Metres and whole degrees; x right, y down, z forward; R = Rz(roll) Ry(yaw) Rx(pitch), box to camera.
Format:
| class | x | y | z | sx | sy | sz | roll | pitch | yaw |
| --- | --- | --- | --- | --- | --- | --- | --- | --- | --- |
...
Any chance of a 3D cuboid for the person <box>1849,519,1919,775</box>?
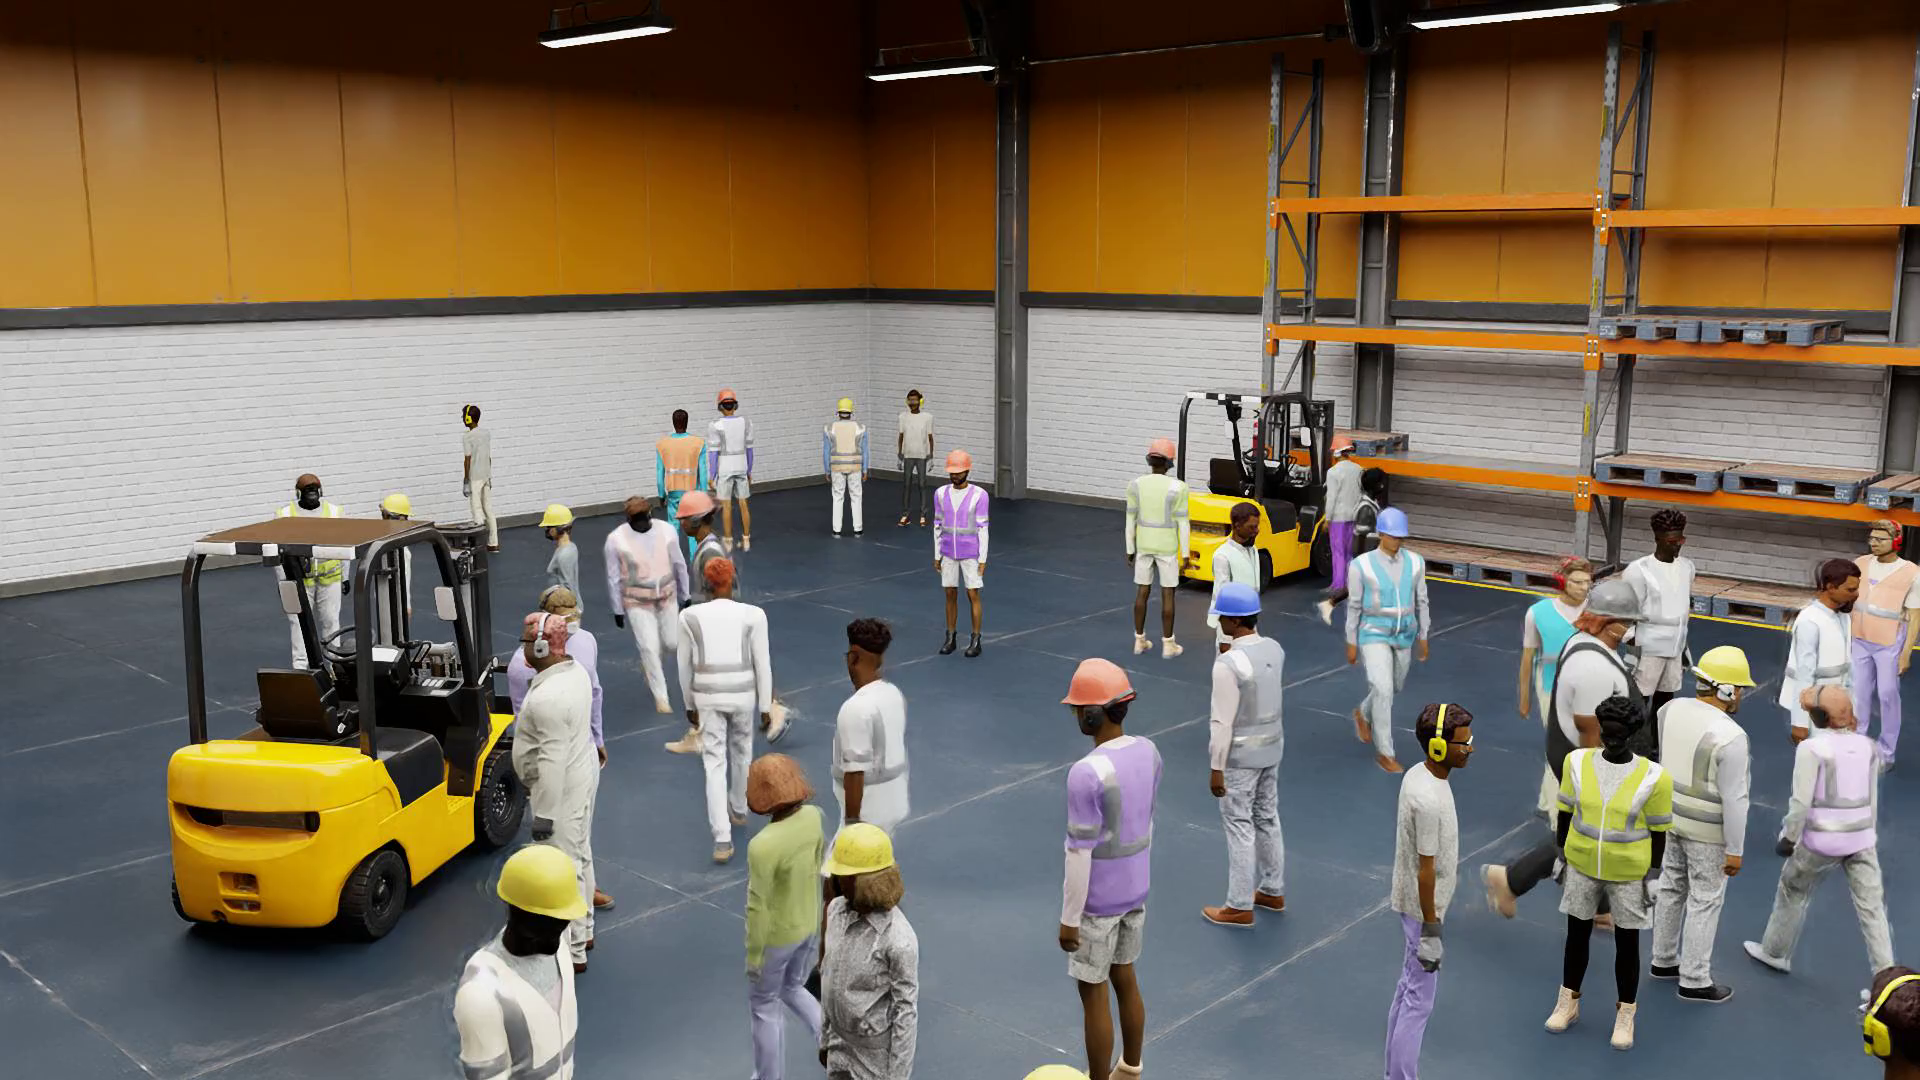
| class | x | y | z | sx | sy | sz | roll | pitch | yaw |
| --- | --- | --- | --- | --- | --- | --- | --- | --- | --- |
| person | 6.629 | 0.759 | 11.987 | 0.387 | 1.842 | 0.566 | -4 | 11 | -22 |

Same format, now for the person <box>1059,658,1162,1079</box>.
| class | x | y | z | sx | sy | sz | roll | pitch | yaw |
| --- | --- | --- | --- | --- | --- | --- | --- | --- | --- |
| person | 0.612 | 1.510 | 7.184 | 0.411 | 2.032 | 0.611 | 7 | 12 | 36 |

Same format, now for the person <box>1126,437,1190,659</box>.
| class | x | y | z | sx | sy | sz | roll | pitch | yaw |
| --- | --- | --- | --- | --- | --- | --- | --- | --- | --- |
| person | 1.832 | 0.068 | 15.370 | 0.611 | 2.036 | 0.390 | 6 | 12 | 31 |

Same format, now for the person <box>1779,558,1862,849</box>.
| class | x | y | z | sx | sy | sz | roll | pitch | yaw |
| --- | --- | --- | --- | --- | --- | --- | --- | --- | --- |
| person | 5.291 | 1.046 | 10.175 | 0.479 | 1.901 | 0.624 | 9 | 14 | 43 |

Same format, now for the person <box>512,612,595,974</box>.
| class | x | y | z | sx | sy | sz | roll | pitch | yaw |
| --- | --- | --- | --- | --- | --- | --- | --- | --- | --- |
| person | -2.117 | 1.312 | 8.653 | 0.399 | 1.909 | 0.642 | 0 | 10 | 0 |

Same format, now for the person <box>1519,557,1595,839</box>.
| class | x | y | z | sx | sy | sz | roll | pitch | yaw |
| --- | --- | --- | --- | --- | --- | --- | --- | --- | --- |
| person | 3.921 | 1.022 | 10.575 | 0.585 | 1.813 | 0.840 | -2 | 10 | -12 |

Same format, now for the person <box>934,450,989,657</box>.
| class | x | y | z | sx | sy | sz | roll | pitch | yaw |
| --- | --- | --- | --- | --- | --- | --- | --- | --- | --- |
| person | -0.001 | 0.122 | 15.376 | 0.544 | 1.930 | 0.389 | 4 | 11 | 23 |

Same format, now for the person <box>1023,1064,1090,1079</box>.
| class | x | y | z | sx | sy | sz | roll | pitch | yaw |
| --- | --- | --- | --- | --- | --- | --- | --- | --- | --- |
| person | 0.253 | 2.188 | 3.780 | 0.387 | 1.878 | 0.758 | 1 | 10 | 7 |

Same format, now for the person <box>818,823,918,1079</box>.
| class | x | y | z | sx | sy | sz | roll | pitch | yaw |
| --- | --- | --- | --- | --- | --- | --- | --- | --- | --- |
| person | -0.348 | 1.858 | 6.013 | 0.293 | 1.745 | 0.486 | -9 | 13 | -42 |

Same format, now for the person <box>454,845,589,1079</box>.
| class | x | y | z | sx | sy | sz | roll | pitch | yaw |
| --- | --- | --- | --- | --- | --- | --- | --- | --- | --- |
| person | -1.392 | 1.881 | 5.426 | 0.471 | 1.897 | 0.632 | 3 | 10 | 17 |

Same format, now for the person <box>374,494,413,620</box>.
| class | x | y | z | sx | sy | sz | roll | pitch | yaw |
| --- | --- | --- | --- | --- | --- | --- | --- | --- | --- |
| person | -4.647 | 0.494 | 13.735 | 0.339 | 1.760 | 0.526 | -7 | 12 | -35 |

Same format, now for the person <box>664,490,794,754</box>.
| class | x | y | z | sx | sy | sz | roll | pitch | yaw |
| --- | --- | --- | --- | --- | --- | --- | --- | --- | --- |
| person | -1.729 | 0.614 | 12.388 | 0.906 | 2.003 | 0.653 | -1 | 10 | -4 |

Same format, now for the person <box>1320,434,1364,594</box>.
| class | x | y | z | sx | sy | sz | roll | pitch | yaw |
| --- | --- | --- | --- | --- | --- | --- | --- | --- | --- |
| person | 4.149 | -0.279 | 18.152 | 0.572 | 1.748 | 0.342 | -9 | 13 | -40 |

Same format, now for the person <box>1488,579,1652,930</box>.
| class | x | y | z | sx | sy | sz | roll | pitch | yaw |
| --- | --- | --- | --- | --- | --- | --- | --- | --- | --- |
| person | 3.352 | 1.170 | 9.082 | 0.787 | 2.000 | 0.691 | 2 | 10 | 13 |

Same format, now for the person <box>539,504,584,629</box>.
| class | x | y | z | sx | sy | sz | roll | pitch | yaw |
| --- | --- | --- | --- | --- | --- | --- | --- | --- | --- |
| person | -3.143 | 0.590 | 13.170 | 0.317 | 1.766 | 0.533 | -2 | 10 | -10 |

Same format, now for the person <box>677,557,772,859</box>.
| class | x | y | z | sx | sy | sz | roll | pitch | yaw |
| --- | --- | --- | --- | --- | --- | --- | --- | --- | --- |
| person | -1.481 | 1.020 | 10.514 | 0.582 | 1.821 | 0.987 | -2 | 10 | -9 |

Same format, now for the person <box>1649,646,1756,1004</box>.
| class | x | y | z | sx | sy | sz | roll | pitch | yaw |
| --- | --- | --- | --- | --- | --- | --- | --- | --- | --- |
| person | 3.718 | 1.416 | 8.322 | 0.403 | 1.820 | 0.603 | -2 | 10 | -13 |

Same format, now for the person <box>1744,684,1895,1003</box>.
| class | x | y | z | sx | sy | sz | roll | pitch | yaw |
| --- | --- | --- | --- | --- | --- | --- | --- | --- | --- |
| person | 4.380 | 1.517 | 8.414 | 0.524 | 1.569 | 0.884 | -3 | 10 | -17 |

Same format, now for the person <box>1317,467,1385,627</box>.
| class | x | y | z | sx | sy | sz | roll | pitch | yaw |
| --- | --- | --- | --- | --- | --- | --- | --- | --- | --- |
| person | 3.864 | 0.117 | 16.145 | 0.690 | 1.678 | 0.531 | 3 | 10 | 16 |

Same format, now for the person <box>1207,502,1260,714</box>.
| class | x | y | z | sx | sy | sz | roll | pitch | yaw |
| --- | --- | --- | --- | --- | --- | --- | --- | --- | --- |
| person | 2.045 | 0.661 | 12.338 | 0.392 | 1.917 | 0.593 | 6 | 11 | 30 |

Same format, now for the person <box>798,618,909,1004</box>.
| class | x | y | z | sx | sy | sz | roll | pitch | yaw |
| --- | --- | --- | --- | --- | --- | --- | --- | --- | --- |
| person | -0.509 | 1.360 | 8.327 | 0.458 | 1.934 | 0.690 | 4 | 11 | 19 |

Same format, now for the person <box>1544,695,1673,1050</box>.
| class | x | y | z | sx | sy | sz | roll | pitch | yaw |
| --- | --- | --- | --- | --- | --- | --- | --- | --- | --- |
| person | 3.068 | 1.555 | 7.880 | 0.532 | 1.693 | 0.319 | 7 | 12 | 36 |

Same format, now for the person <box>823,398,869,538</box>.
| class | x | y | z | sx | sy | sz | roll | pitch | yaw |
| --- | --- | --- | --- | --- | --- | --- | --- | --- | --- |
| person | -1.484 | -0.935 | 21.663 | 0.591 | 1.833 | 0.403 | -1 | 10 | -6 |

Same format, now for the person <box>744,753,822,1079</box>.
| class | x | y | z | sx | sy | sz | roll | pitch | yaw |
| --- | --- | --- | --- | --- | --- | --- | --- | --- | --- |
| person | -0.748 | 1.707 | 7.207 | 0.521 | 1.614 | 0.517 | 5 | 11 | 28 |

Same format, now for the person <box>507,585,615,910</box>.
| class | x | y | z | sx | sy | sz | roll | pitch | yaw |
| --- | --- | --- | --- | --- | --- | --- | --- | --- | --- |
| person | -2.228 | 1.190 | 9.307 | 0.385 | 1.928 | 0.636 | 5 | 11 | 29 |

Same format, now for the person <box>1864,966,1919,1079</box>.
| class | x | y | z | sx | sy | sz | roll | pitch | yaw |
| --- | --- | --- | --- | --- | --- | --- | --- | --- | --- |
| person | 2.497 | 2.063 | 4.516 | 0.505 | 1.864 | 0.331 | -2 | 10 | -9 |

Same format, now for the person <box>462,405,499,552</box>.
| class | x | y | z | sx | sy | sz | roll | pitch | yaw |
| --- | --- | --- | --- | --- | --- | --- | --- | --- | --- |
| person | -5.934 | -0.732 | 20.446 | 0.328 | 1.861 | 0.508 | 3 | 11 | 19 |

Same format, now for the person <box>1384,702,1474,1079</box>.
| class | x | y | z | sx | sy | sz | roll | pitch | yaw |
| --- | --- | --- | --- | --- | --- | --- | --- | --- | --- |
| person | 2.005 | 1.598 | 7.135 | 0.310 | 1.868 | 0.532 | 2 | 10 | 12 |

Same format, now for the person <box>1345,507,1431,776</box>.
| class | x | y | z | sx | sy | sz | roll | pitch | yaw |
| --- | --- | --- | --- | --- | --- | --- | --- | --- | --- |
| person | 3.105 | 0.692 | 12.241 | 0.610 | 1.921 | 0.944 | -3 | 10 | -14 |

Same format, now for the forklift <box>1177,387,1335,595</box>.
| class | x | y | z | sx | sy | sz | roll | pitch | yaw |
| --- | --- | --- | --- | --- | --- | --- | --- | --- | --- |
| forklift | 3.298 | -0.608 | 18.767 | 1.214 | 2.155 | 2.313 | 9 | 13 | 42 |

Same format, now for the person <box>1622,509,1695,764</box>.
| class | x | y | z | sx | sy | sz | roll | pitch | yaw |
| --- | --- | --- | --- | --- | --- | --- | --- | --- | --- |
| person | 4.906 | 0.749 | 11.686 | 0.613 | 1.964 | 0.361 | -5 | 11 | -24 |

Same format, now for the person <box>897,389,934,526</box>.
| class | x | y | z | sx | sy | sz | roll | pitch | yaw |
| --- | --- | --- | --- | --- | --- | --- | --- | --- | --- |
| person | -0.602 | -1.112 | 22.574 | 0.517 | 1.868 | 0.334 | 2 | 10 | 11 |

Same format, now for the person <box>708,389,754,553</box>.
| class | x | y | z | sx | sy | sz | roll | pitch | yaw |
| --- | --- | --- | --- | --- | --- | --- | --- | --- | --- |
| person | -2.853 | -0.851 | 20.618 | 0.607 | 2.033 | 0.403 | -7 | 12 | -33 |

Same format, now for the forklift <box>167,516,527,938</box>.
| class | x | y | z | sx | sy | sz | roll | pitch | yaw |
| --- | --- | --- | --- | --- | --- | --- | --- | --- | --- |
| forklift | -3.583 | 0.976 | 9.748 | 1.214 | 2.155 | 2.313 | 2 | 10 | 11 |

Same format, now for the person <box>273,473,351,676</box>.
| class | x | y | z | sx | sy | sz | roll | pitch | yaw |
| --- | --- | --- | --- | --- | --- | --- | --- | --- | --- |
| person | -5.586 | 0.339 | 14.372 | 0.629 | 1.846 | 0.429 | -6 | 11 | -29 |

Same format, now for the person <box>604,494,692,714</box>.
| class | x | y | z | sx | sy | sz | roll | pitch | yaw |
| --- | --- | --- | --- | --- | --- | --- | --- | --- | --- |
| person | -2.565 | 0.496 | 13.607 | 0.699 | 1.806 | 0.646 | -6 | 12 | -30 |

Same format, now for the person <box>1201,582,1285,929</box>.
| class | x | y | z | sx | sy | sz | roll | pitch | yaw |
| --- | --- | --- | --- | --- | --- | --- | --- | --- | --- |
| person | 1.572 | 1.190 | 9.301 | 0.436 | 1.935 | 0.623 | 9 | 13 | 41 |

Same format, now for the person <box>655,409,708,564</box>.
| class | x | y | z | sx | sy | sz | roll | pitch | yaw |
| --- | --- | --- | --- | --- | --- | --- | --- | --- | --- |
| person | -3.224 | -0.561 | 19.319 | 0.587 | 1.911 | 0.397 | 0 | 10 | 0 |
